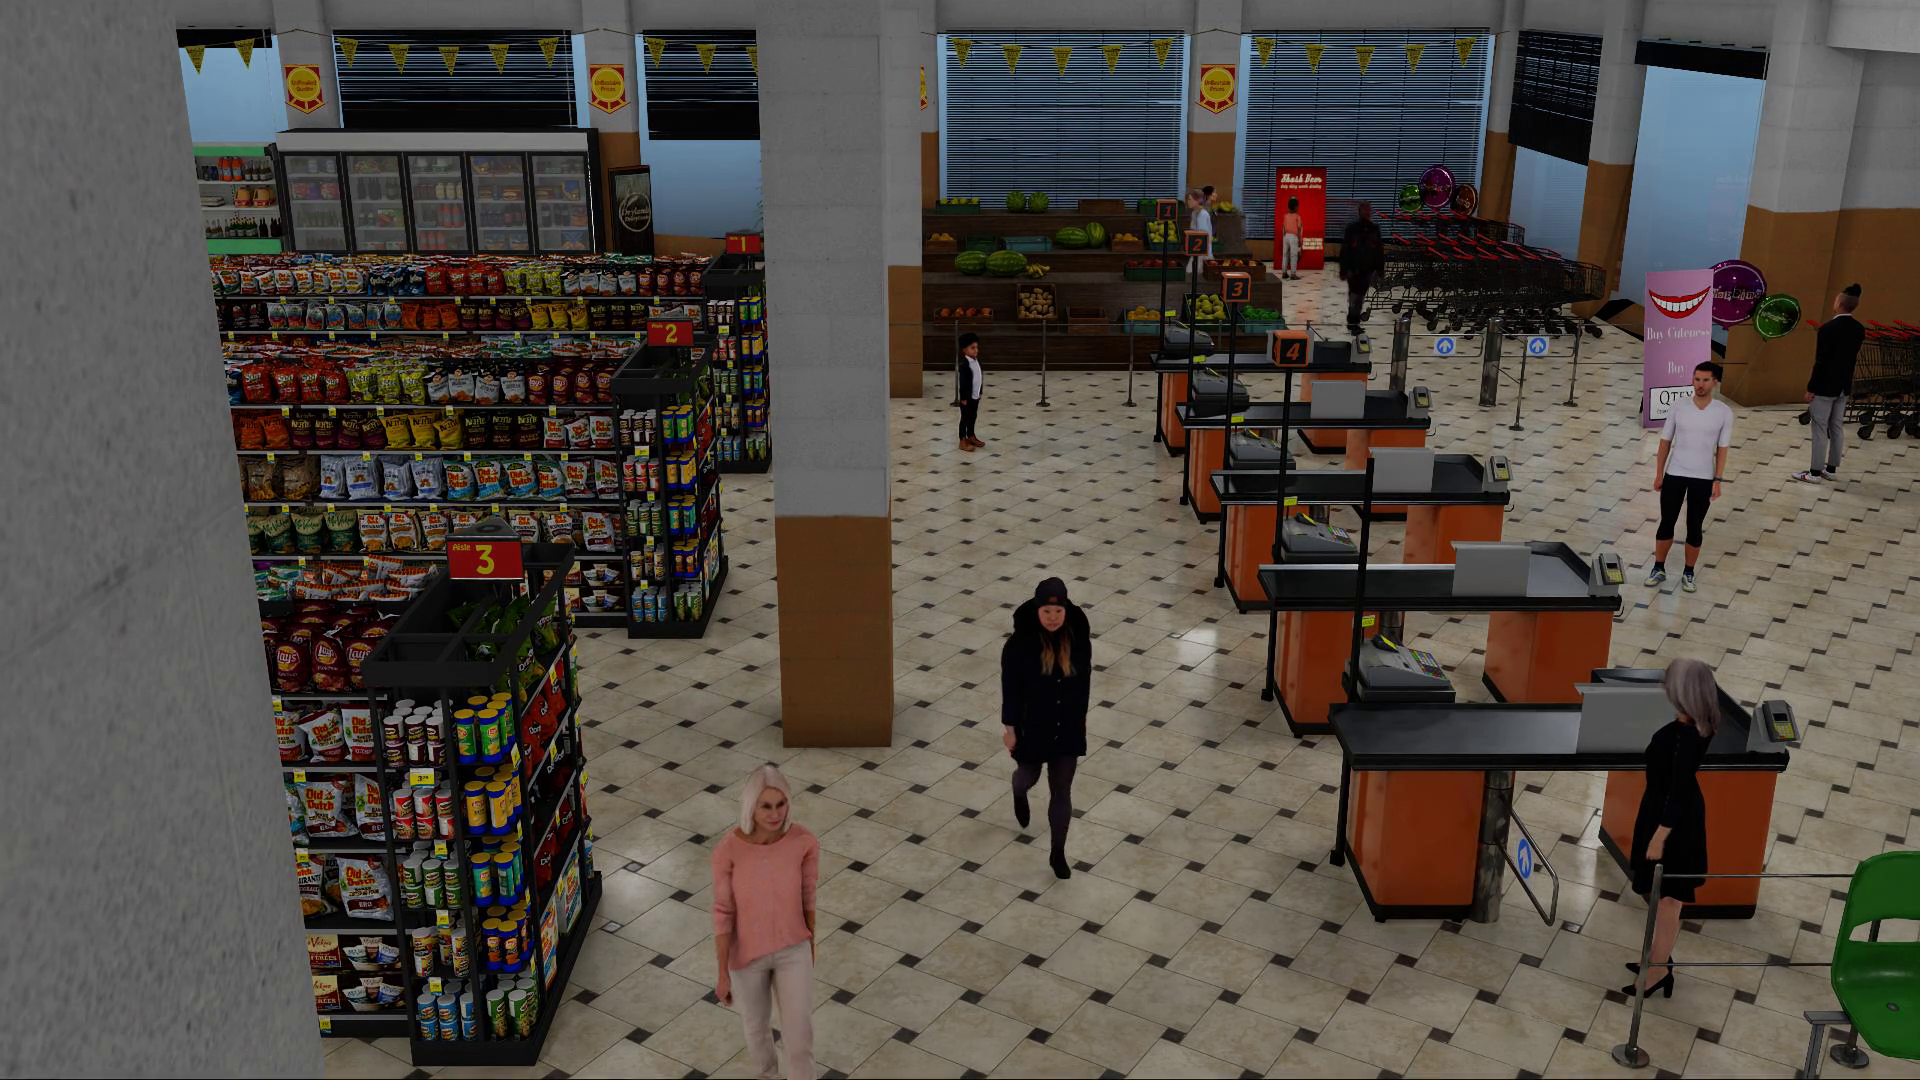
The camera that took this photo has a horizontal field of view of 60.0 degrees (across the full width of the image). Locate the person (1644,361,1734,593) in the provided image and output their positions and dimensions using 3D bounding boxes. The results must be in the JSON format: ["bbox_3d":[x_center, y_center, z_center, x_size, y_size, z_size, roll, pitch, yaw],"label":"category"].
[{"bbox_3d":[5.835,-0.523,13.298,0.677,1.852,0.809,9,21,26],"label":"person"}]

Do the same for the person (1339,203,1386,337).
[{"bbox_3d":[5.477,-3.744,22.927,1.050,1.803,0.887,-4,19,-10],"label":"person"}]

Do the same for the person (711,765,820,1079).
[{"bbox_3d":[-0.821,1.692,6.979,0.998,1.692,0.832,-4,19,-12],"label":"person"}]

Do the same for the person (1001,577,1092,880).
[{"bbox_3d":[0.454,0.979,9.158,1.047,1.651,0.863,-4,19,-10],"label":"person"}]

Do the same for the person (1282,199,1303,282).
[{"bbox_3d":[5.413,-4.911,27.160,0.627,1.310,0.569,-17,25,-41],"label":"person"}]

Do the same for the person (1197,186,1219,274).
[{"bbox_3d":[3.793,-4.652,25.819,0.586,1.675,0.618,-1,19,-4],"label":"person"}]

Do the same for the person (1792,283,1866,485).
[{"bbox_3d":[8.448,-1.519,16.099,0.685,1.950,0.852,-8,20,-23],"label":"person"}]

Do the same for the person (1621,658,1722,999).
[{"bbox_3d":[3.364,1.361,7.874,0.716,1.747,0.694,10,21,28],"label":"person"}]

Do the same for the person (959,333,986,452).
[{"bbox_3d":[0.103,-1.559,17.348,0.617,1.226,0.582,12,22,32],"label":"person"}]

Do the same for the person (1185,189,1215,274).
[{"bbox_3d":[3.544,-4.046,23.773,1.321,1.835,0.731,1,19,4],"label":"person"}]
